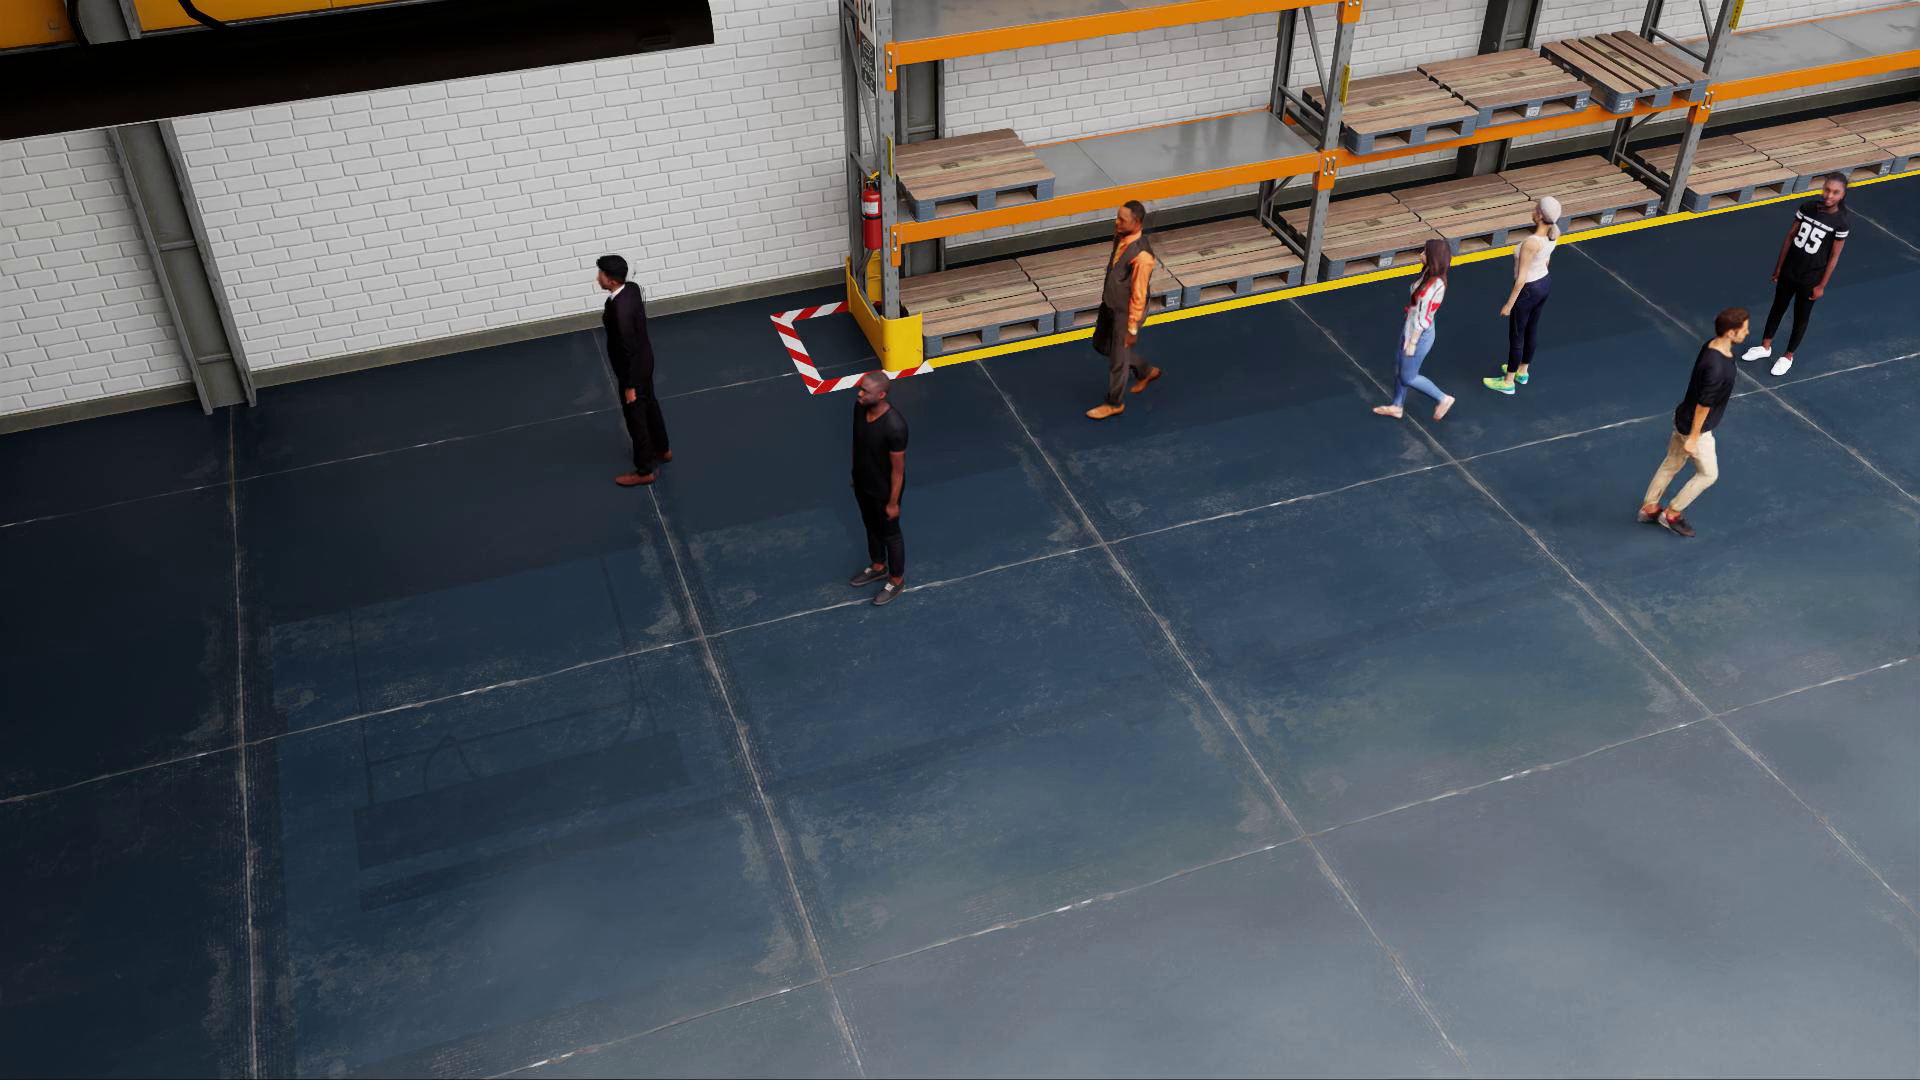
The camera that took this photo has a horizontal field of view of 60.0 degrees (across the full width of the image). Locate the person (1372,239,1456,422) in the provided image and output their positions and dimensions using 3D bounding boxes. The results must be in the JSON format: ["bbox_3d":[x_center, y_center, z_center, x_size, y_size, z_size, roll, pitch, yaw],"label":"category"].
[{"bbox_3d":[3.644,-1.586,12.947,0.953,1.598,0.842,8,39,10],"label":"person"}]

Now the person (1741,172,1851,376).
[{"bbox_3d":[6.890,-2.178,13.587,0.657,1.725,0.666,-23,44,-26],"label":"person"}]

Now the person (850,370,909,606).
[{"bbox_3d":[-0.543,-0.376,11.255,0.678,1.819,0.730,-26,45,-29],"label":"person"}]

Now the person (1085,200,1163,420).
[{"bbox_3d":[1.363,-1.809,12.985,0.913,1.900,0.731,-10,40,-13],"label":"person"}]

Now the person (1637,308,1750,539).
[{"bbox_3d":[5.133,-0.836,11.813,0.828,1.843,0.792,11,40,13],"label":"person"}]

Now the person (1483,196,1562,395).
[{"bbox_3d":[4.571,-1.966,13.341,0.598,1.702,0.732,-30,47,-32],"label":"person"}]

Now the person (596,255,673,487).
[{"bbox_3d":[-2.417,-1.290,12.358,0.757,1.871,0.796,1,39,2],"label":"person"}]
